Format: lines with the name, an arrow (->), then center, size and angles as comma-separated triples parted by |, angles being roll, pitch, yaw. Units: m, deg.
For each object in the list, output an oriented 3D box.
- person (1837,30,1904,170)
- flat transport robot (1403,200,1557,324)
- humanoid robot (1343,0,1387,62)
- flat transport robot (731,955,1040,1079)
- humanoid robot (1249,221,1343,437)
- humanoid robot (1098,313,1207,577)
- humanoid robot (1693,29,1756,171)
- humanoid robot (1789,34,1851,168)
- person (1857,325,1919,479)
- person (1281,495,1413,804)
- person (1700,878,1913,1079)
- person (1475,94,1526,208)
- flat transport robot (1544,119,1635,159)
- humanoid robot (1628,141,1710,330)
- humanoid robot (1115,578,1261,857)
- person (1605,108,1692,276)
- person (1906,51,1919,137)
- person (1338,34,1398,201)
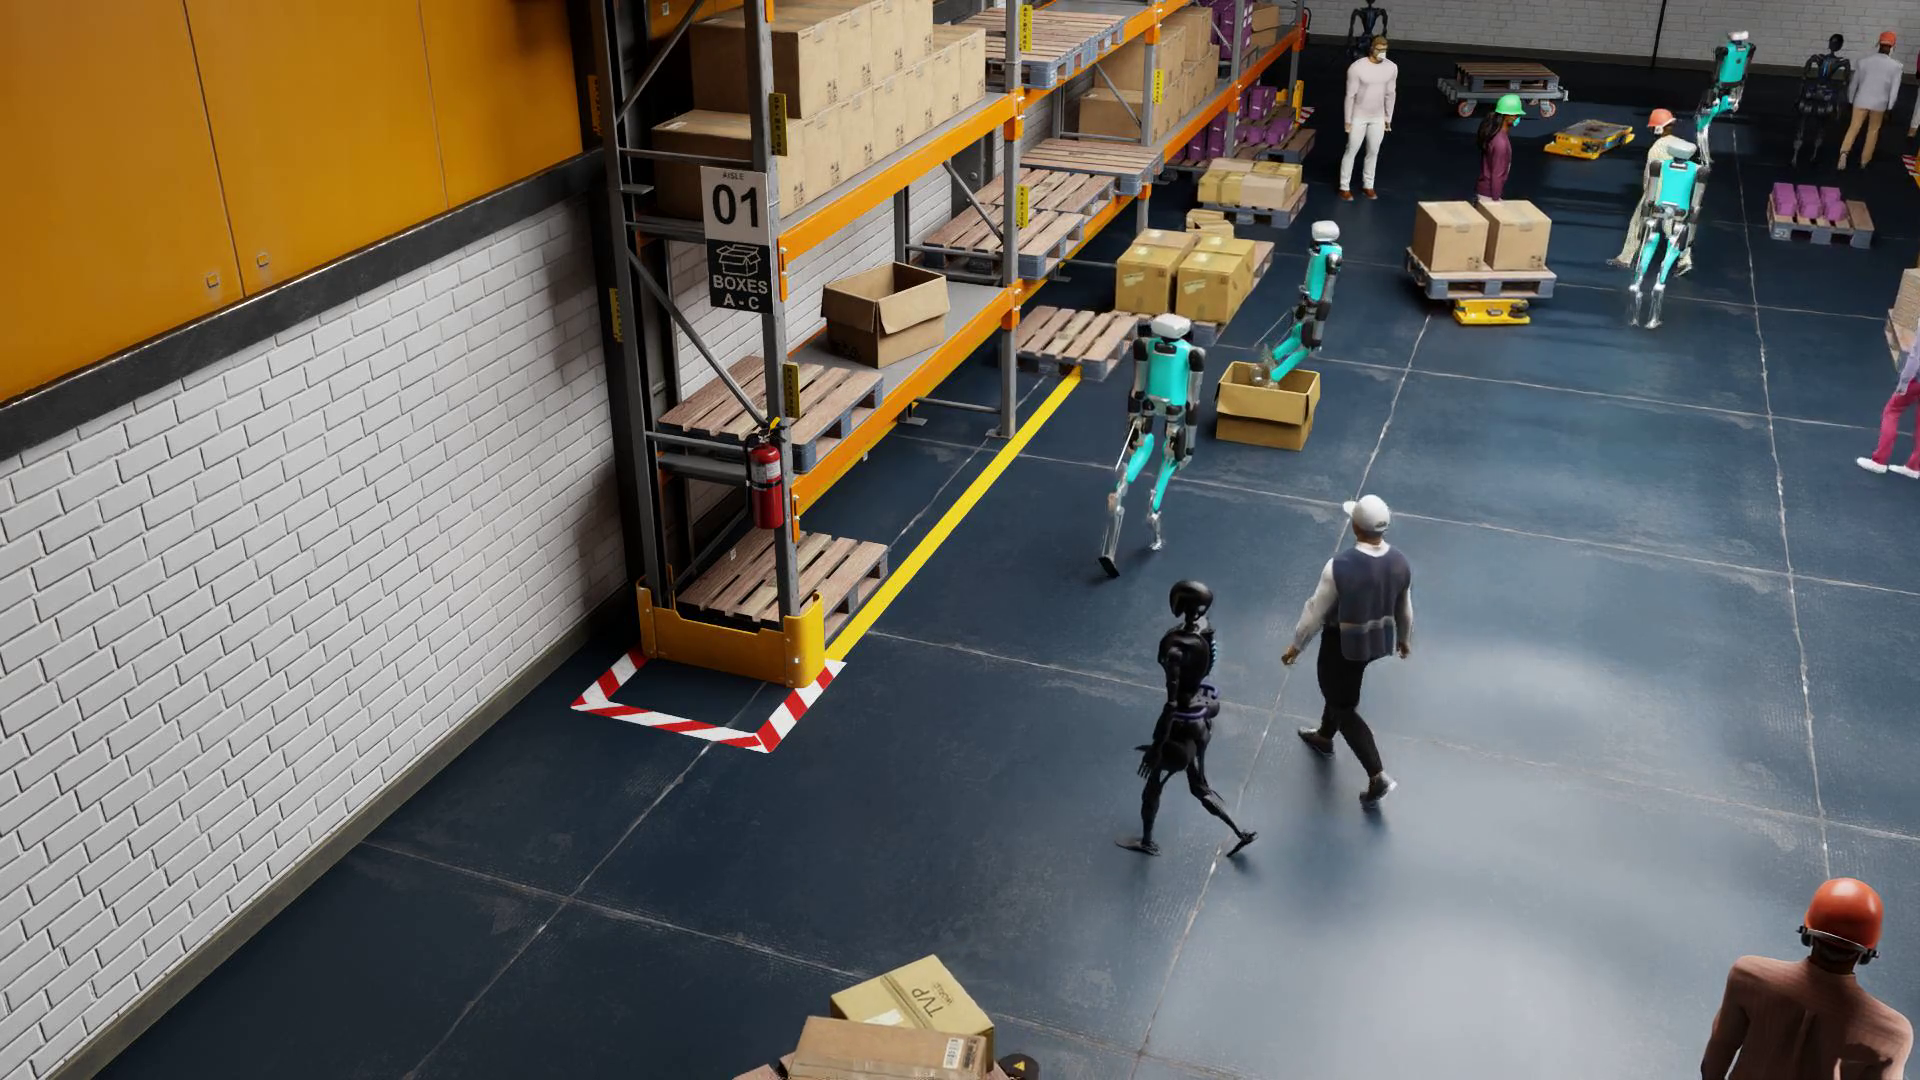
person -> 11.376, -5.477, 20.783 | 0.574, 1.727, 0.730 | 19, 33, 32
flat transport robot -> 5.110, -2.456, 16.514 | 0.659, 0.231, 1.431 | -1, 27, -1
humanoid robot -> 5.869, -7.082, 23.964 | 0.596, 1.634, 0.628 | 1, 27, 1
flat transport robot -> -0.168, 2.596, 6.716 | 1.431, 0.231, 0.659 | -15, 31, -27
humanoid robot -> 2.620, -1.674, 13.419 | 0.796, 1.795, 0.531 | -3, 27, -5
humanoid robot -> 1.227, -0.578, 11.294 | 0.545, 1.757, 0.992 | 16, 31, 28
humanoid robot -> 9.465, -5.552, 20.938 | 0.563, 1.790, 0.743 | -8, 28, -14
humanoid robot -> 10.774, -5.515, 20.911 | 0.595, 1.644, 0.456 | 19, 33, 32
person -> 7.341, -1.233, 12.664 | 0.524, 1.624, 0.347 | -9, 29, -17
person -> 2.165, 0.576, 9.045 | 0.721, 1.720, 0.832 | -16, 31, -28
person -> 2.946, 2.043, 5.921 | 0.610, 1.986, 0.402 | 22, 35, 36
person -> 5.337, -3.495, 16.712 | 0.431, 1.944, 0.482 | 3, 27, 6
flat transport robot -> 8.373, -5.324, 22.078 | 0.659, 0.231, 1.431 | 21, 34, 35
humanoid robot -> 6.530, -2.769, 15.544 | 0.547, 1.796, 0.755 | 19, 33, 32
humanoid robot -> 1.187, 0.946, 8.413 | 0.708, 1.633, 0.600 | 13, 30, 24
person -> 7.238, -3.558, 17.090 | 0.590, 1.700, 0.880 | -21, 34, -34
person -> 13.153, -6.313, 22.296 | 0.616, 1.836, 0.432 | 14, 30, 25
person -> 4.805, -4.969, 19.585 | 0.633, 1.932, 0.369 | -5, 28, -10
